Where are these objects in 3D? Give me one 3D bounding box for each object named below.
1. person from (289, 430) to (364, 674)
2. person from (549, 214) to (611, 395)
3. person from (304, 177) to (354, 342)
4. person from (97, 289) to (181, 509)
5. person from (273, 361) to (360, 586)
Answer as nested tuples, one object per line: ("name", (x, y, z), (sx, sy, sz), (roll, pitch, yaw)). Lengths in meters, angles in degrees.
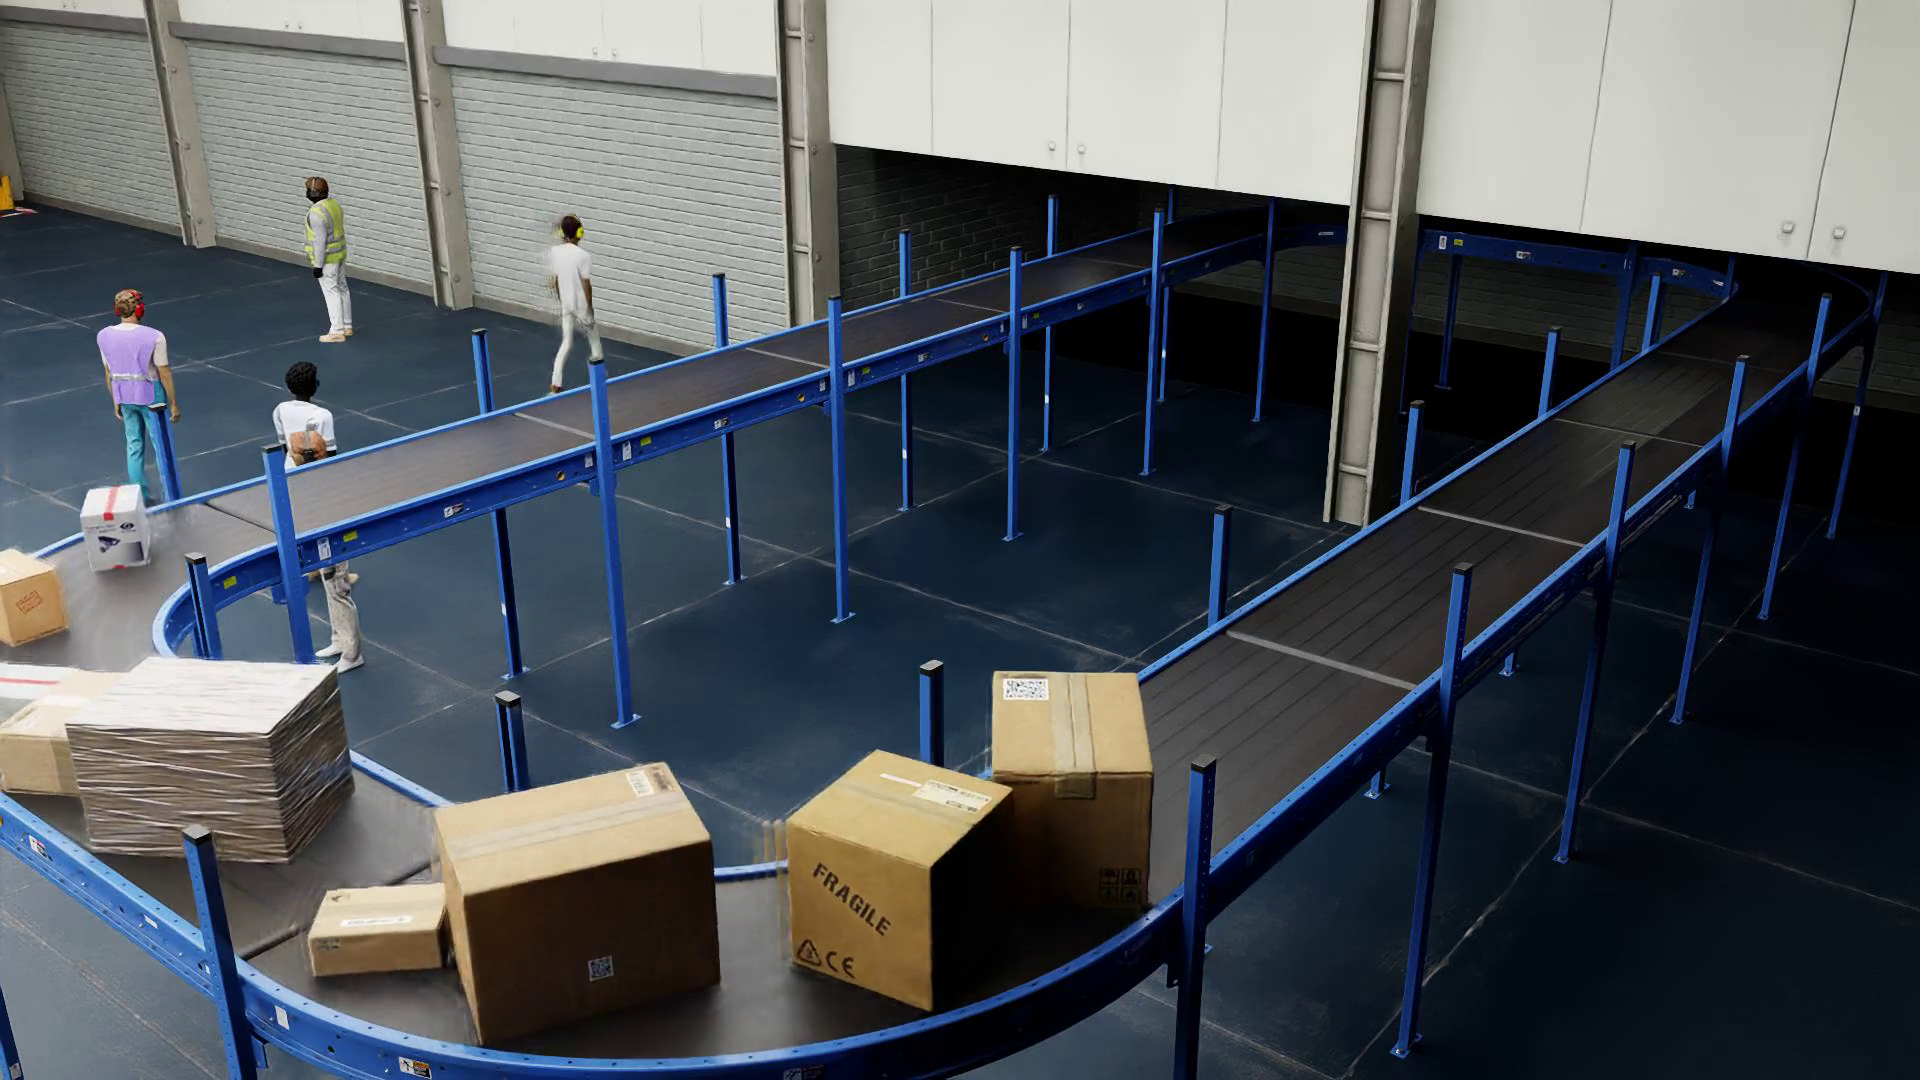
("person", (-4.105, 0.070, 10.769), (0.314, 1.642, 0.514), (-10, 24, -24))
("person", (-3.868, -2.333, 16.634), (0.535, 1.832, 0.916), (9, 23, 22))
("person", (-7.112, -3.151, 18.681), (0.429, 1.845, 0.621), (1, 22, 2))
("person", (-6.648, -1.113, 13.522), (0.561, 1.834, 0.393), (2, 22, 5))
("person", (-4.684, -0.465, 12.061), (0.530, 1.693, 0.317), (10, 24, 24))
